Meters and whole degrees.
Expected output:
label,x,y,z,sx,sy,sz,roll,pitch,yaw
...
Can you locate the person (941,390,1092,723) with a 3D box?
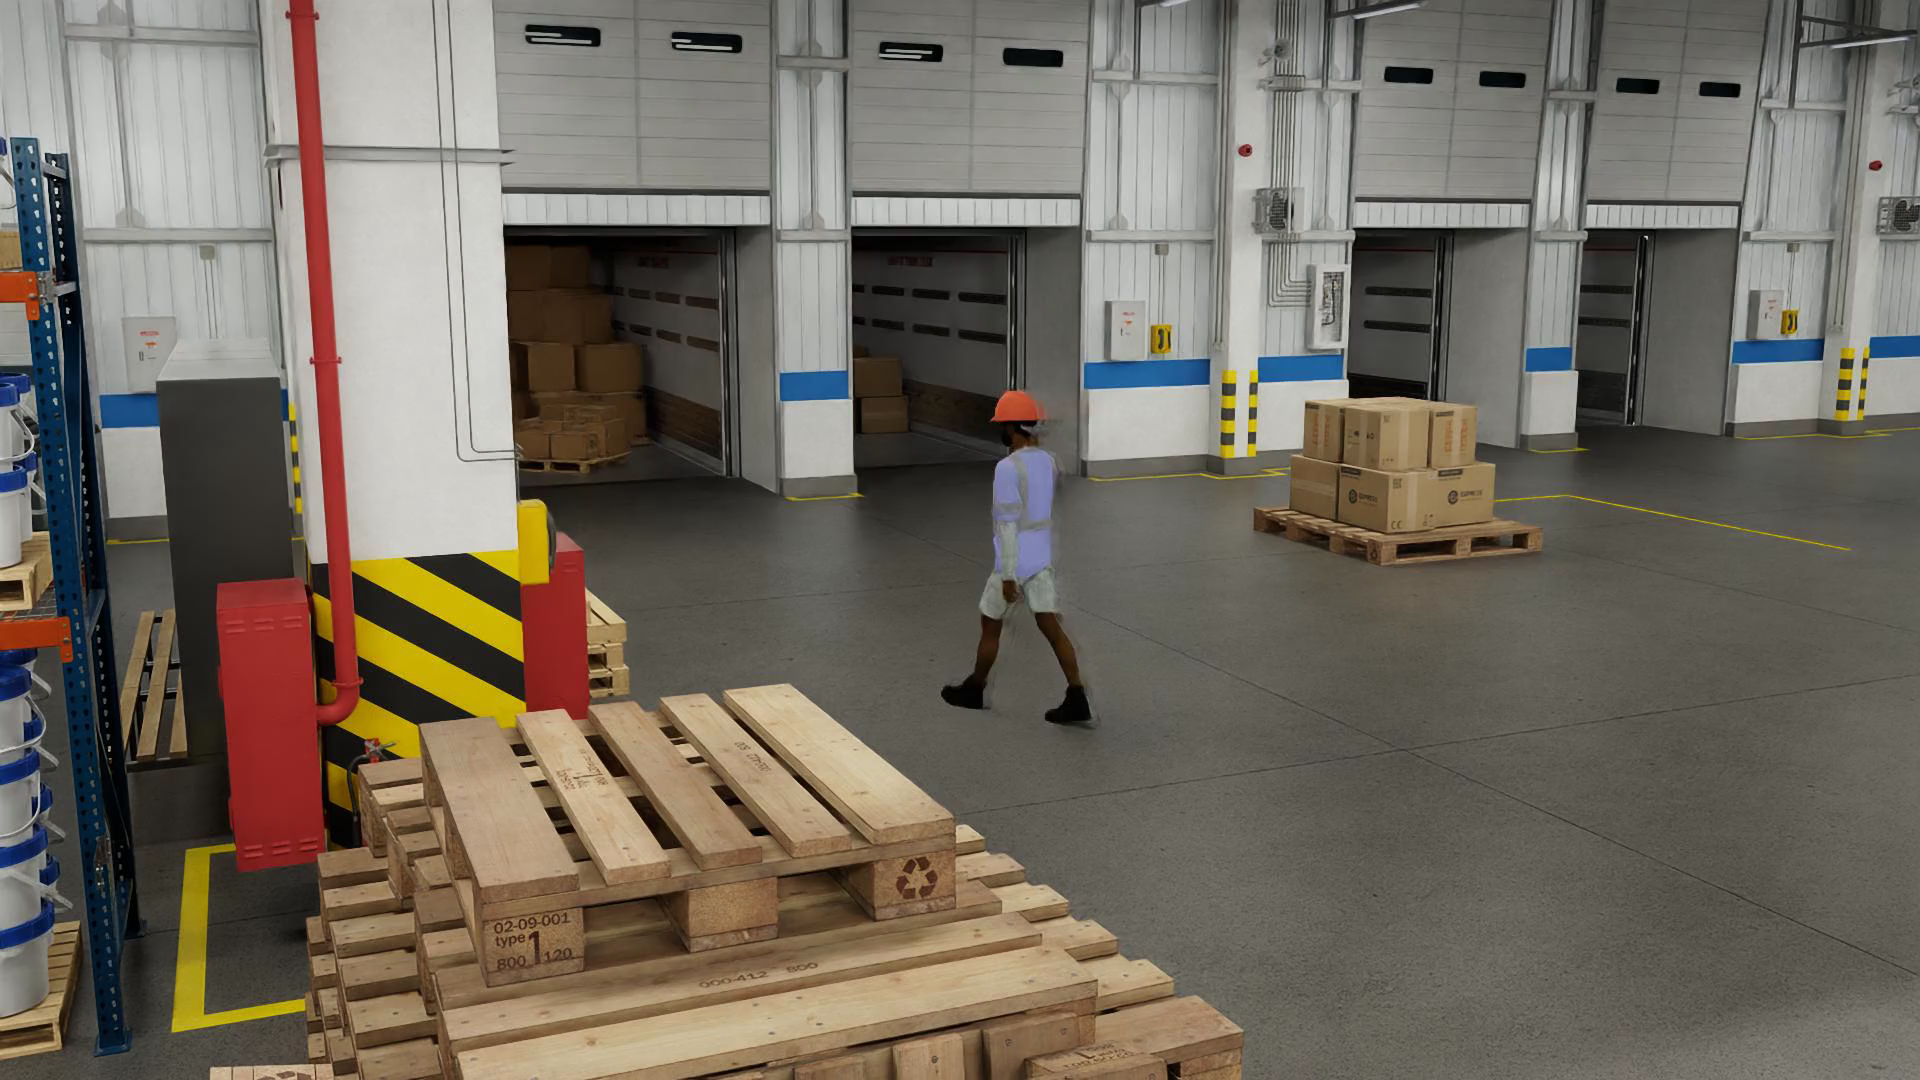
label,x,y,z,sx,sy,sz,roll,pitch,yaw
person,0.359,0.095,9.422,1.012,1.886,0.566,8,13,37
